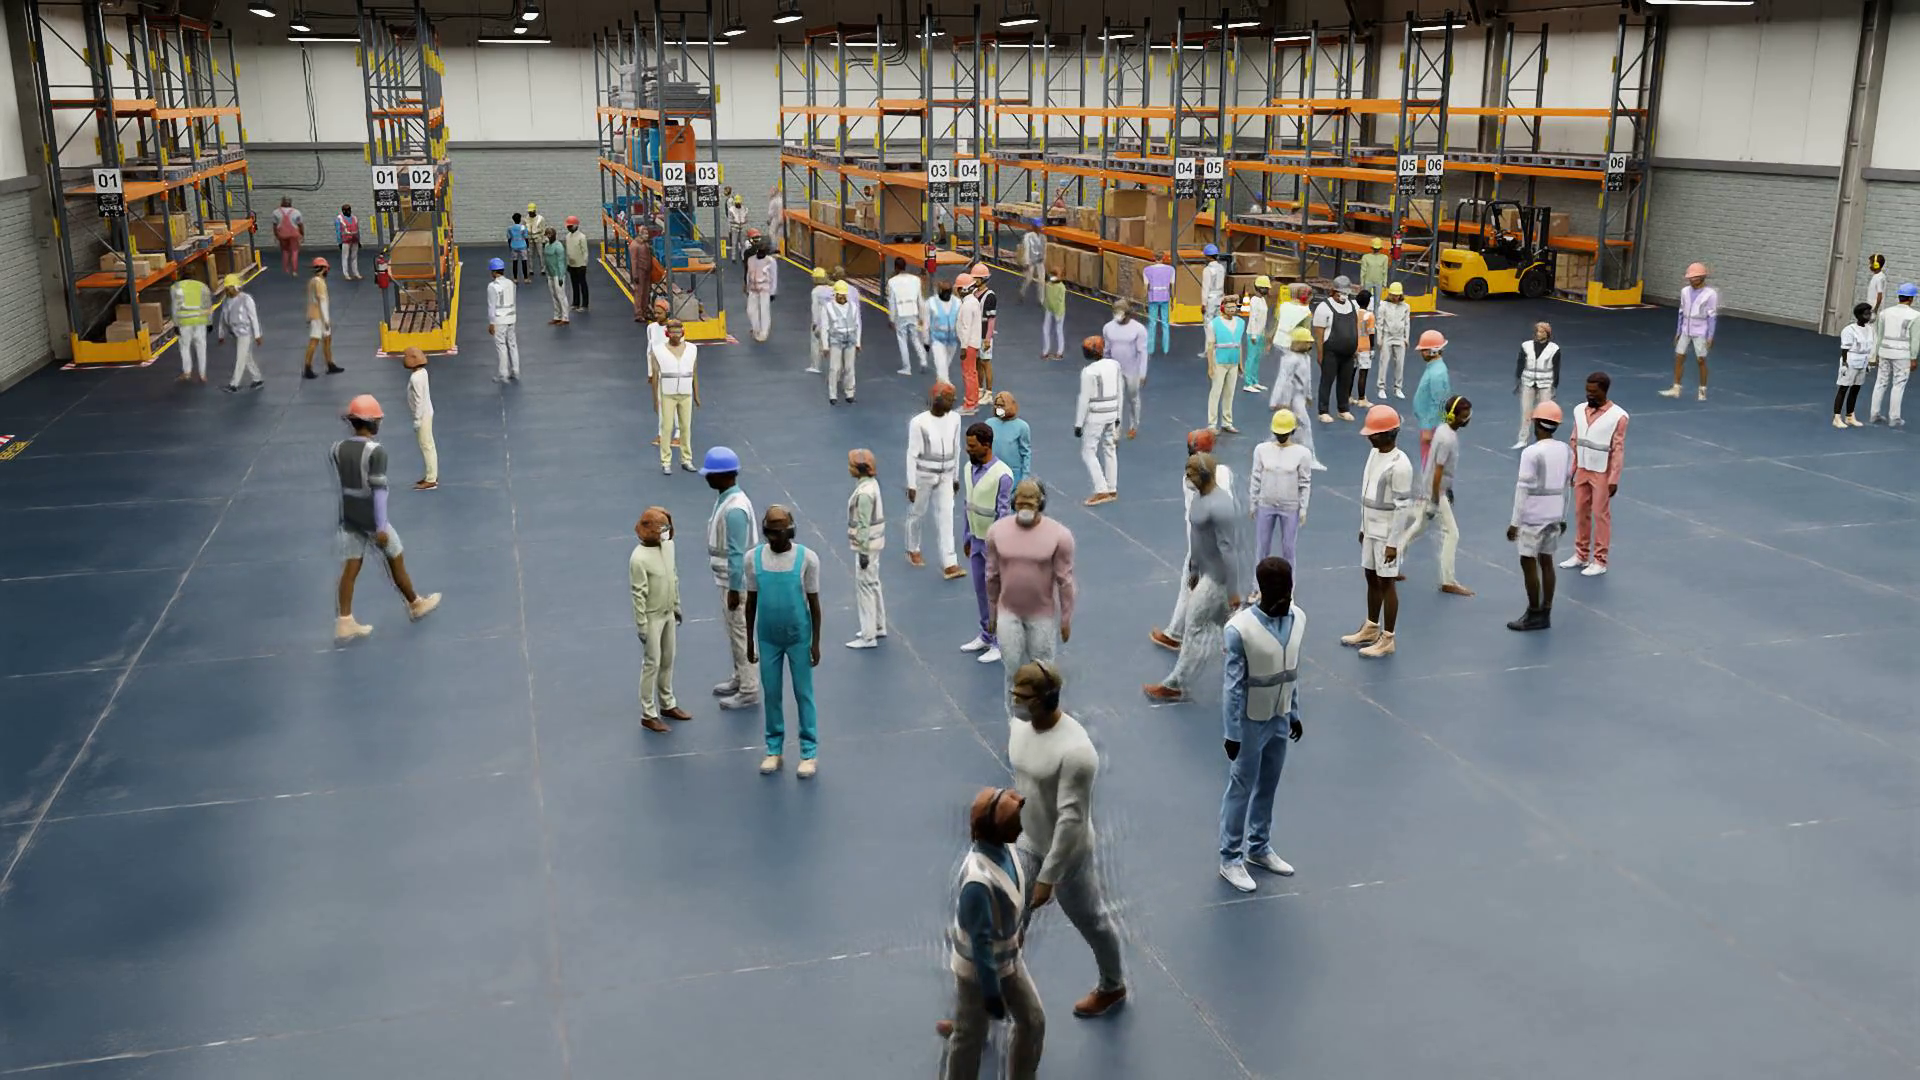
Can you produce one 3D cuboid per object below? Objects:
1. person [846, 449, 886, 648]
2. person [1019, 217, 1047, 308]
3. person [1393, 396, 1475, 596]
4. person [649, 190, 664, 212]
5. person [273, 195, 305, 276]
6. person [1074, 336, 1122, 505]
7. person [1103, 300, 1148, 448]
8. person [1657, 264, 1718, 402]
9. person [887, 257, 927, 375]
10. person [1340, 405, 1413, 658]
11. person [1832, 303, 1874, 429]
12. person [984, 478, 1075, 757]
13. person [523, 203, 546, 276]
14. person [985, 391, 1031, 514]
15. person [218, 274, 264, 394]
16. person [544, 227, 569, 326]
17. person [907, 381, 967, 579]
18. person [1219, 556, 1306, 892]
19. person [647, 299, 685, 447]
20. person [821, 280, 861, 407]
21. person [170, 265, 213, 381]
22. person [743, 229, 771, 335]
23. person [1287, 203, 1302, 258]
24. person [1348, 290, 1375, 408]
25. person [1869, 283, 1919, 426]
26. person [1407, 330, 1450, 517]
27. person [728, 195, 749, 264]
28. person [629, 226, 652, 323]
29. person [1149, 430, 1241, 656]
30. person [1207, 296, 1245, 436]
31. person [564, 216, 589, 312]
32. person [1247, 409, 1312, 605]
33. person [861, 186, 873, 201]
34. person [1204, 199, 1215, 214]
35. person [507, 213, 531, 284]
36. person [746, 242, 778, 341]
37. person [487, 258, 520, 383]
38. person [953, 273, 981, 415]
[{"bbox_3d":[-0.761,0.061,13.497,0.315,1.634,0.524,1,15,3],"label":"person"},{"bbox_3d":[1.571,-5.925,35.464,0.611,1.926,0.813,-7,17,-26],"label":"person"},{"bbox_3d":[4.260,-0.425,15.000,0.802,1.820,0.573,3,15,10],"label":"person"},{"bbox_3d":[-8.352,-8.755,46.126,0.593,1.917,0.397,11,19,37],"label":"person"},{"bbox_3d":[-16.836,-7.674,41.812,0.705,2.000,0.787,-3,15,-12],"label":"person"},{"bbox_3d":[1.578,-1.312,18.237,0.645,1.860,0.412,-14,20,-43],"label":"person"},{"bbox_3d":[2.130,-2.157,21.386,0.651,1.881,1.004,7,17,26],"label":"person"},{"bbox_3d":[10.792,-3.042,24.449,0.549,2.017,0.658,-8,17,-27],"label":"person"},{"bbox_3d":[-0.858,-3.593,26.751,0.616,1.893,0.561,-9,18,-31],"label":"person"},{"bbox_3d":[3.322,-0.070,13.213,0.386,2.034,0.604,-3,15,-11],"label":"person"},{"bbox_3d":[12.081,-2.353,22.448,0.533,1.699,0.318,-6,16,-23],"label":"person"},{"bbox_3d":[0.477,0.490,11.341,0.629,1.921,0.659,4,15,15],"label":"person"},{"bbox_3d":[-10.656,-7.513,41.641,0.588,1.821,0.404,2,15,6],"label":"person"},{"bbox_3d":[0.439,-0.634,16.102,0.507,1.631,0.266,7,17,26],"label":"person"},{"bbox_3d":[-10.943,-3.121,25.165,0.614,1.781,0.927,7,16,24],"label":"person"},{"bbox_3d":[-7.918,-5.156,32.562,0.380,1.931,0.625,-12,19,-38],"label":"person"},{"bbox_3d":[-0.237,-0.570,15.512,0.624,1.821,1.027,-8,17,-28],"label":"person"},{"bbox_3d":[1.695,1.007,9.385,0.597,1.916,0.371,-12,19,-37],"label":"person"},{"bbox_3d":[-3.757,-2.133,21.275,0.574,1.880,0.358,8,17,27],"label":"person"},{"bbox_3d":[-1.711,-2.847,24.079,0.591,1.822,0.404,-8,17,-26],"label":"person"},{"bbox_3d":[-12.066,-3.404,26.203,0.645,1.805,0.510,-11,18,-36],"label":"person"},{"bbox_3d":[-3.822,-4.856,31.317,0.608,1.985,0.394,-13,20,-41],"label":"person"},{"bbox_3d":[8.751,-7.917,43.359,0.527,1.705,0.871,0,15,-1],"label":"person"},{"bbox_3d":[5.776,-2.752,23.952,0.316,1.697,0.541,-9,17,-30],"label":"person"},{"bbox_3d":[12.749,-2.520,22.627,0.416,1.939,0.597,-6,16,-23],"label":"person"},{"bbox_3d":[4.989,-1.242,17.704,0.383,1.992,0.609,3,15,12],"label":"person"},{"bbox_3d":[-5.957,-8.367,44.818,0.595,1.831,0.403,-5,16,-18],"label":"person"},{"bbox_3d":[-6.312,-5.289,33.132,0.401,1.893,0.652,5,16,18],"label":"person"},{"bbox_3d":[1.949,0.035,13.237,0.605,1.835,0.821,-12,19,-39],"label":"person"},{"bbox_3d":[3.501,-2.313,22.013,0.570,1.843,0.372,-8,17,-29],"label":"person"},{"bbox_3d":[-7.991,-5.744,34.646,0.612,1.991,0.392,12,19,39],"label":"person"},{"bbox_3d":[2.782,-0.278,14.525,0.522,1.762,0.320,6,16,20],"label":"person"},{"bbox_3d":[-2.709,-9.546,49.218,0.506,1.861,0.325,9,17,29],"label":"person"},{"bbox_3d":[7.784,-10.036,51.373,0.537,1.693,0.320,-3,15,-9],"label":"person"},{"bbox_3d":[-10.585,-6.995,39.921,0.532,1.695,0.319,1,15,5],"label":"person"},{"bbox_3d":[-3.655,-4.539,30.458,0.651,1.811,0.470,7,16,25],"label":"person"},{"bbox_3d":[-7.188,-3.445,26.109,0.411,1.940,0.601,6,16,21],"label":"person"},{"bbox_3d":[0.100,-2.753,23.418,0.413,1.982,0.625,3,15,10],"label":"person"}]
